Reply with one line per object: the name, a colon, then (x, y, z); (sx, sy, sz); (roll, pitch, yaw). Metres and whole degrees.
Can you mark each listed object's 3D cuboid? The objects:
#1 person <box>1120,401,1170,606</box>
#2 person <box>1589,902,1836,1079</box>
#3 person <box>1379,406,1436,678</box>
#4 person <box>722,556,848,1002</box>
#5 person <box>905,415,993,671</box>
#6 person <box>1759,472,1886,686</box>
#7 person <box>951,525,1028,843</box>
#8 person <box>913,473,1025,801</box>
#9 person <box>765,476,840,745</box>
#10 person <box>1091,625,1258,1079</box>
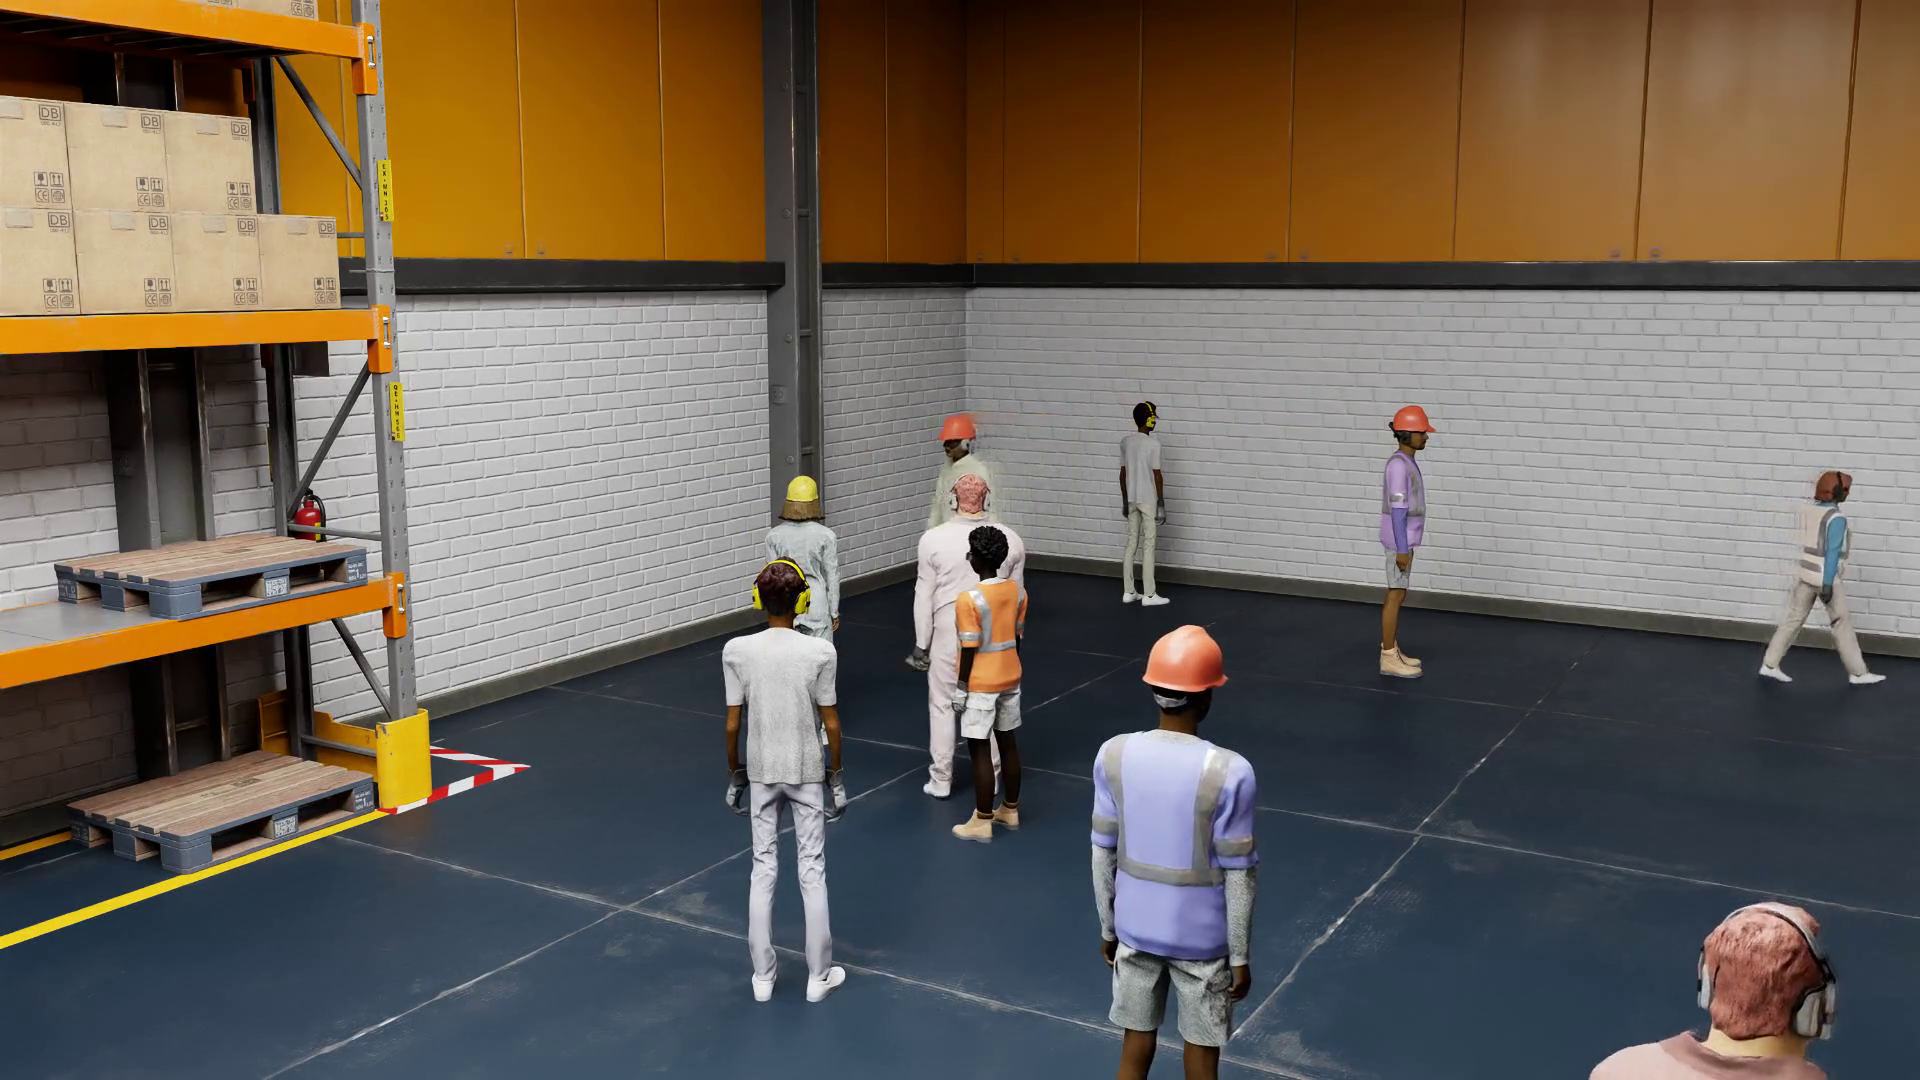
person: (1.688, -0.333, 15.233); (0.328, 1.872, 0.509); (-8, 12, -43)
person: (1.436, 1.609, 3.056); (0.718, 1.888, 0.702); (-7, 11, -37)
person: (3.367, 0.005, 12.577); (0.377, 2.045, 0.605); (3, 10, 17)
person: (-0.727, 0.996, 6.929); (0.521, 1.874, 0.327); (1, 9, 6)
person: (-0.083, 0.023, 12.766); (0.975, 1.948, 0.633); (-4, 10, -25)
person: (6.358, 0.285, 12.234); (0.883, 1.587, 0.536); (0, 9, 2)
person: (0.148, 0.765, 8.917); (0.315, 1.695, 0.541); (7, 12, 38)
person: (0.047, 0.563, 9.601); (0.656, 1.898, 0.399); (-2, 9, -14)
person: (-1.004, 0.454, 10.712); (0.485, 1.745, 0.296); (1, 9, 7)
person: (0.685, 1.228, 5.278); (0.547, 1.938, 0.377); (6, 11, 31)
